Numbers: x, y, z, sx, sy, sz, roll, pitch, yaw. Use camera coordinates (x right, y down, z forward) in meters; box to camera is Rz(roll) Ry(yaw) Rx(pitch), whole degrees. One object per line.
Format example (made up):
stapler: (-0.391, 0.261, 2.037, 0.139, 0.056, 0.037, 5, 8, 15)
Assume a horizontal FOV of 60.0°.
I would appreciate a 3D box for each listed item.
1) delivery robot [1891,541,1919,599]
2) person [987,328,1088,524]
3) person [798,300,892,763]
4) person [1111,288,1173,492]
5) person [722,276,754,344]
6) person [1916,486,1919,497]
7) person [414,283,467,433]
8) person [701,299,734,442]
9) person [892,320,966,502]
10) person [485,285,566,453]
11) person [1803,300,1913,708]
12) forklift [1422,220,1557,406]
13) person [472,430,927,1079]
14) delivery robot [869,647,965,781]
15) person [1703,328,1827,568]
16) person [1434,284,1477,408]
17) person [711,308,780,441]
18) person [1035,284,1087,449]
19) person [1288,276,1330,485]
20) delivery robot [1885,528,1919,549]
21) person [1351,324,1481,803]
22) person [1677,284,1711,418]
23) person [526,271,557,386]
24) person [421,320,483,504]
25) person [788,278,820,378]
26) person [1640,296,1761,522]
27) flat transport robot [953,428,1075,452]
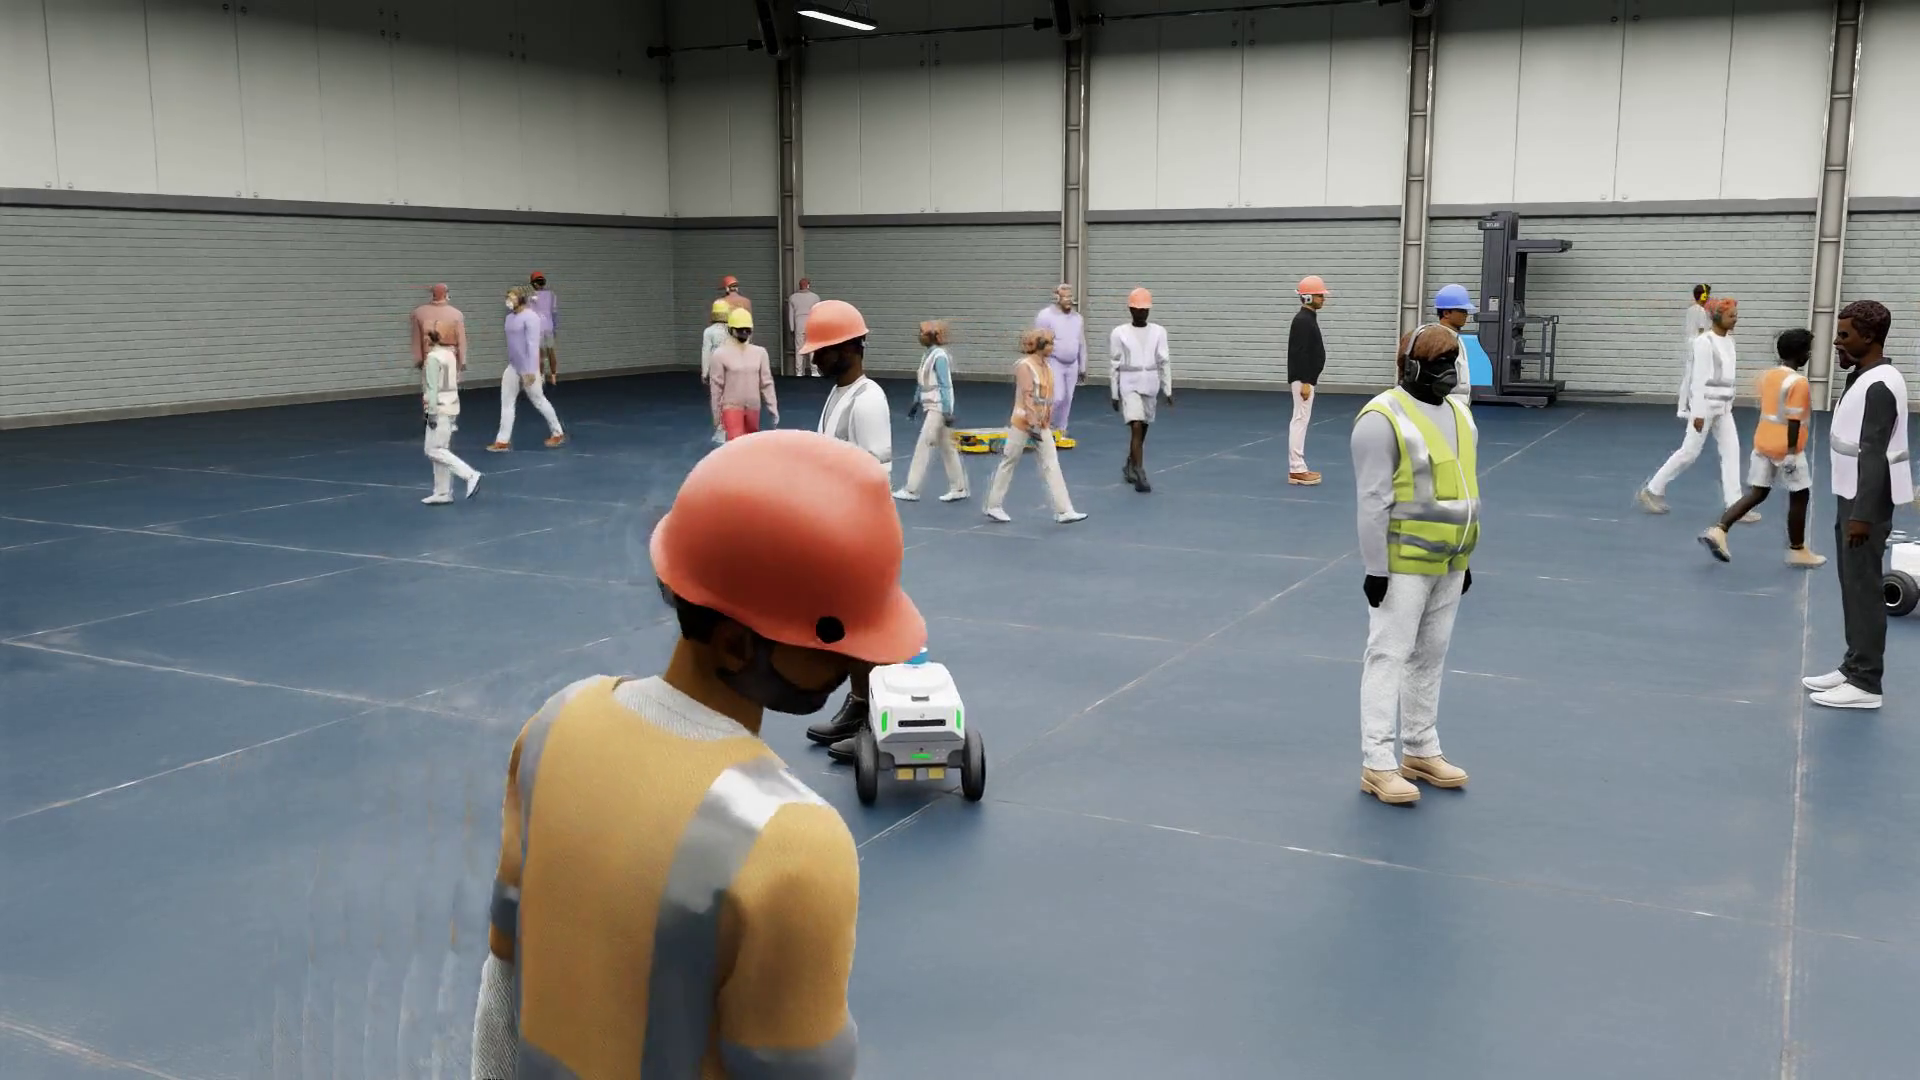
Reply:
delivery robot: (5.888, 0.167, 9.798, 0.477, 0.478, 0.707, -4, 10, -23)
person: (0.600, -0.917, 13.476, 0.907, 1.579, 0.528, 7, 11, 36)
person: (-0.480, -0.039, 7.000, 0.386, 1.927, 0.549, -3, 10, -19)
person: (1.701, -1.447, 15.819, 0.561, 1.896, 0.974, -2, 9, -11)
person: (-3.650, -3.295, 26.990, 0.644, 1.965, 0.500, -6, 11, -31)
person: (8.266, -1.033, 13.510, 0.622, 1.815, 0.814, -2, 9, -13)
person: (-6.556, -2.294, 21.007, 0.667, 1.892, 0.543, 0, 9, 2)
person: (-2.789, -1.987, 19.684, 0.496, 1.714, 0.798, -7, 11, -36)
person: (-0.299, -1.127, 14.710, 0.813, 1.606, 0.527, -2, 9, -10)
person: (-4.979, -1.972, 19.053, 0.642, 1.895, 1.000, 9, 13, 43)
person: (4.296, -0.174, 7.897, 0.377, 1.914, 0.589, 3, 10, 20)
forklift: (8.245, -3.527, 25.720, 1.873, 2.768, 1.129, 5, 10, 27)
person: (-0.369, 0.803, 1.972, 0.727, 1.894, 0.387, 8, 12, 42)
delivery robot: (-0.181, 0.672, 6.685, 0.477, 0.478, 0.707, -1, 9, -6)
person: (5.613, -0.640, 11.512, 0.795, 1.667, 0.539, 0, 9, -2)
person: (3.537, -0.883, 12.148, 0.391, 1.948, 0.605, 5, 11, 30)
person: (-1.807, -1.093, 14.139, 0.528, 1.727, 0.882, -6, 11, -35)
person: (1.188, -1.993, 19.152, 0.683, 1.890, 0.435, -6, 11, -34)
person: (3.364, -1.553, 16.130, 0.379, 1.996, 0.608, 2, 10, 14)
delivery robot: (6.118, -0.045, 10.306, 0.698, 0.223, 0.335, 4, 10, 23)
person: (1.801, 0.084, 6.511, 0.633, 1.843, 0.429, -7, 12, -38)
person: (10.317, -2.636, 23.230, 0.392, 1.870, 0.532, 0, 9, -3)
person: (-7.494, -3.775, 29.726, 0.405, 2.032, 0.608, 9, 13, 43)
person: (-4.483, -1.110, 14.532, 0.506, 1.621, 0.527, 0, 9, 1)
person: (-2.966, -4.074, 31.981, 0.639, 1.902, 0.407, 1, 9, 6)
person: (6.184, -1.102, 13.831, 0.589, 1.851, 0.952, -8, 12, -39)
flat transport robot: (0.552, -1.176, 19.242, 1.431, 0.197, 0.652, -5, 10, -26)
